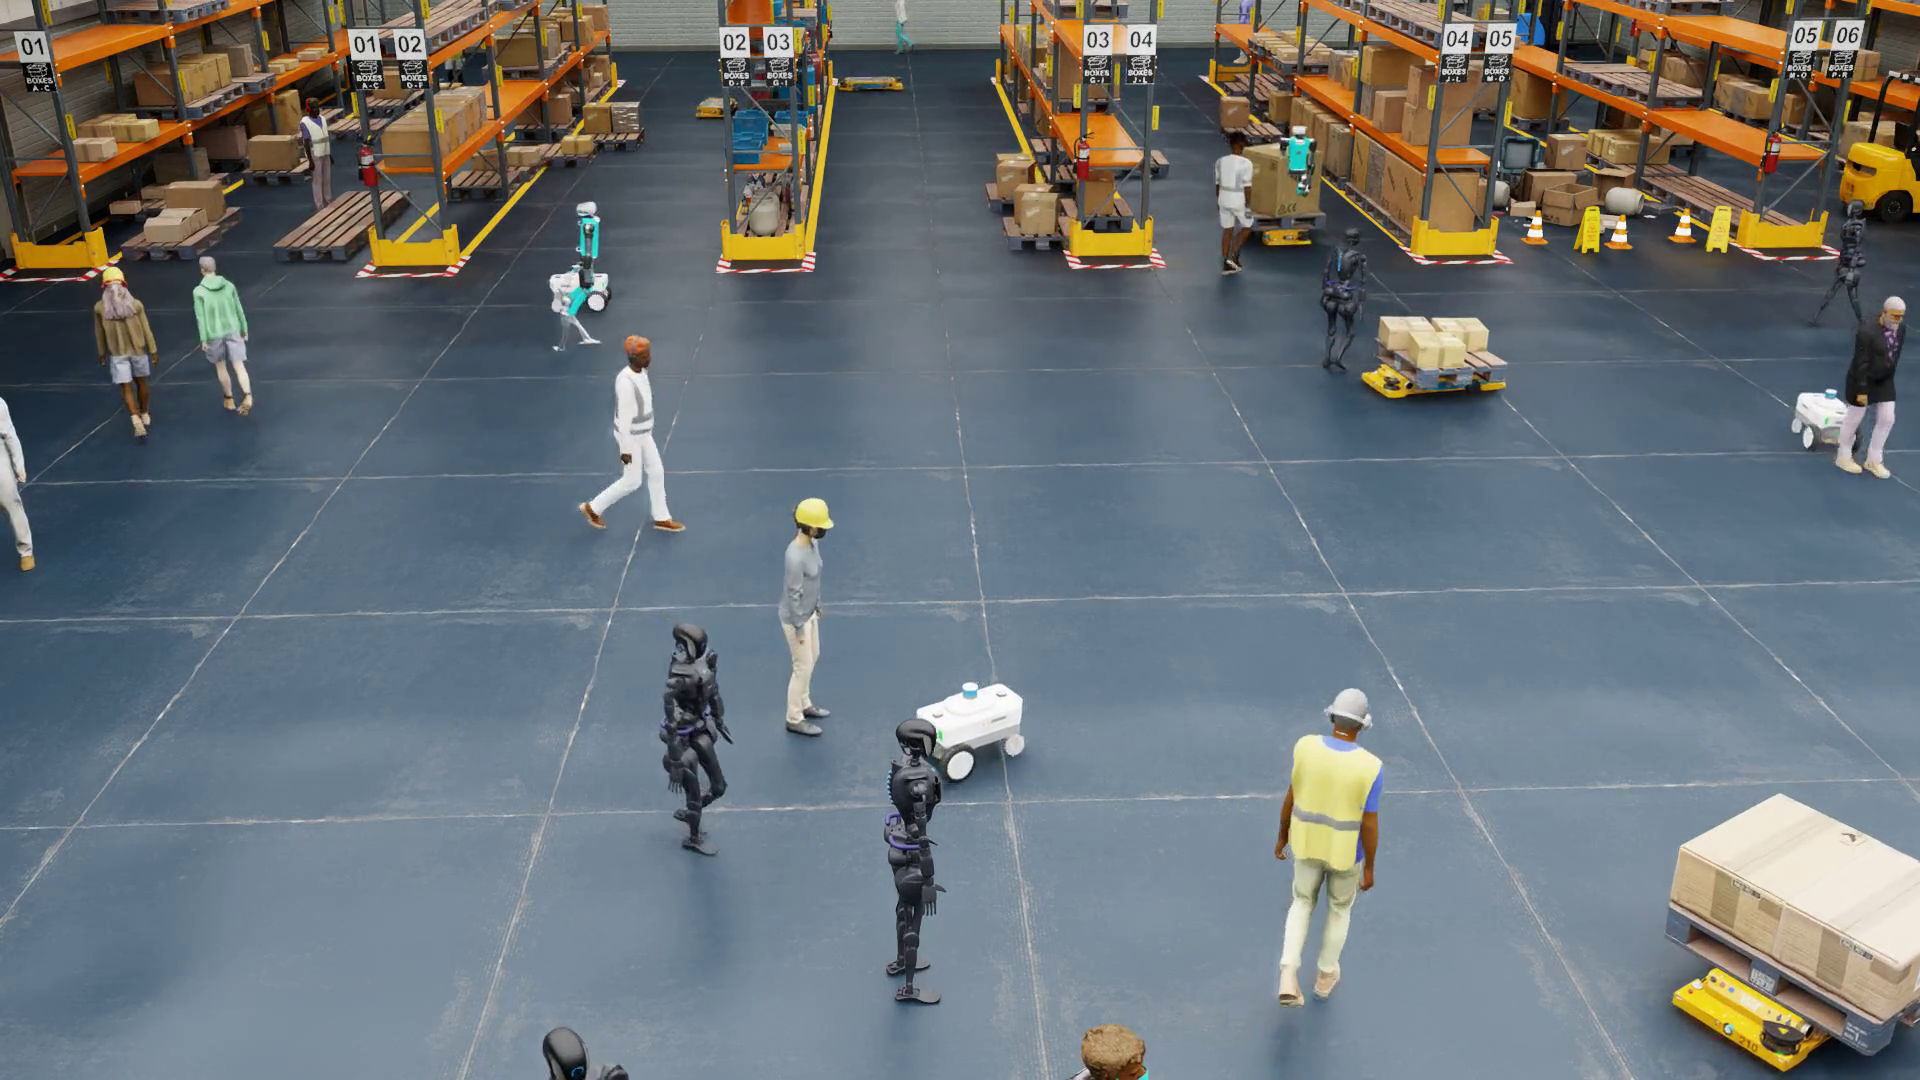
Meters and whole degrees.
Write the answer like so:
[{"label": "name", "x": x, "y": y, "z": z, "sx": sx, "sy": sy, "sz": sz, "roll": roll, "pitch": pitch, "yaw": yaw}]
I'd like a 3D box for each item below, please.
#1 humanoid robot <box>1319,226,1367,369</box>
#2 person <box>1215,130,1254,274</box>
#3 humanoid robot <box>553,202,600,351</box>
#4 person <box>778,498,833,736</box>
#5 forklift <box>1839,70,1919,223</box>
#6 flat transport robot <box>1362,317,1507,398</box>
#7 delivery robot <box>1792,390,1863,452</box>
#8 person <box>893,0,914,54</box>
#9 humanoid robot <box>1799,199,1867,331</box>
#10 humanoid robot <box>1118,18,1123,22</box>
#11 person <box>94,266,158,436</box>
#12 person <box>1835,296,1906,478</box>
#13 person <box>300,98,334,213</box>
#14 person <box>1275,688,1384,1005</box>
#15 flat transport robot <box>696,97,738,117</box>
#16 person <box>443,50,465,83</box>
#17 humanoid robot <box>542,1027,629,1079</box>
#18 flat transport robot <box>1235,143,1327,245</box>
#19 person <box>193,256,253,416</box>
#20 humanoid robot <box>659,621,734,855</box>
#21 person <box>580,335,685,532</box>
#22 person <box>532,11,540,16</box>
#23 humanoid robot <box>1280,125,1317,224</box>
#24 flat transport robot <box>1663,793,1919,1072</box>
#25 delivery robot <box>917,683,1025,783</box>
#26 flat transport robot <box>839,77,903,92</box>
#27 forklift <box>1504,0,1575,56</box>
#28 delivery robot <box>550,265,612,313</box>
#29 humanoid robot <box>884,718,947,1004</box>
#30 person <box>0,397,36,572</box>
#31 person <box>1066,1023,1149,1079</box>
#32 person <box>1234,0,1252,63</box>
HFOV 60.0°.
[{"label": "humanoid robot", "x": 4.300, "y": -2.742, "z": 18.904, "sx": 0.394, "sy": 1.650, "sz": 0.610, "roll": -21, "pitch": 31, "yaw": -38}, {"label": "person", "x": 3.776, "y": -4.615, "z": 22.779, "sx": 0.456, "sy": 1.942, "sz": 0.651, "roll": -22, "pitch": 32, "yaw": -40}, {"label": "humanoid robot", "x": -4.595, "y": -3.033, "z": 19.599, "sx": 0.832, "sy": 1.877, "sz": 0.558, "roll": -3, "pitch": 24, "yaw": -7}, {"label": "person", "x": -1.047, "y": 0.520, "z": 11.484, "sx": 0.392, "sy": 1.745, "sz": 0.536, "roll": 3, "pitch": 24, "yaw": 7}, {"label": "forklift", "x": 15.132, "y": -6.143, "z": 25.915, "sx": 2.313, "sy": 2.155, "sz": 1.214, "roll": -1, "pitch": 24, "yaw": -2}, {"label": "flat transport robot", "x": 5.291, "y": -1.814, "z": 18.548, "sx": 1.431, "sy": 0.231, "sz": 0.659, "roll": -5, "pitch": 25, "yaw": -12}, {"label": "delivery robot", "x": 8.782, "y": -1.215, "z": 16.859, "sx": 0.499, "sy": 0.601, "sz": 0.783, "roll": 1, "pitch": 24, "yaw": 2}, {"label": "person", "x": -1.515, "y": -13.337, "z": 42.620, "sx": 0.487, "sy": 1.744, "sz": 0.563, "roll": -4, "pitch": 24, "yaw": -8}, {"label": "humanoid robot", "x": 10.872, "y": -3.350, "z": 20.343, "sx": 0.799, "sy": 1.618, "sz": 0.615, "roll": 5, "pitch": 25, "yaw": 11}, {"label": "humanoid robot", "x": 3.477, "y": -12.153, "z": 40.016, "sx": 0.547, "sy": 1.794, "sz": 0.916, "roll": -16, "pitch": 29, "yaw": -32}, {"label": "person", "x": -8.510, "y": -1.924, "z": 16.997, "sx": 0.543, "sy": 1.734, "sz": 0.803, "roll": -13, "pitch": 27, "yaw": -27}, {"label": "person", "x": 8.724, "y": -1.455, "z": 15.845, "sx": 0.575, "sy": 1.812, "sz": 0.650, "roll": -5, "pitch": 24, "yaw": -11}, {"label": "person", "x": -9.996, "y": -5.959, "z": 25.926, "sx": 0.378, "sy": 1.841, "sz": 0.568, "roll": 6, "pitch": 25, "yaw": 12}, {"label": "person", "x": 1.900, "y": 1.670, "z": 8.753, "sx": 0.561, "sy": 1.867, "sz": 0.627, "roll": 12, "pitch": 27, "yaw": 26}, {"label": "flat transport robot", "x": -5.084, "y": -9.032, "z": 34.767, "sx": 0.659, "sy": 0.231, "sz": 1.431, "roll": 1, "pitch": 24, "yaw": 1}, {"label": "person", "x": -11.106, "y": -10.568, "z": 36.493, "sx": 0.543, "sy": 1.671, "sz": 0.505, "roll": -5, "pitch": 24, "yaw": -11}, {"label": "humanoid robot", "x": -1.492, "y": 2.662, "z": 6.782, "sx": 0.589, "sy": 1.637, "sz": 0.686, "roll": -22, "pitch": 32, "yaw": -40}, {"label": "flat transport robot", "x": 4.730, "y": -4.673, "z": 24.972, "sx": 0.659, "sy": 0.231, "sz": 1.431, "roll": -3, "pitch": 24, "yaw": -7}, {"label": "person", "x": -7.716, "y": -2.128, "z": 17.492, "sx": 0.507, "sy": 1.709, "sz": 0.773, "roll": -17, "pitch": 29, "yaw": -34}, {"label": "humanoid robot", "x": -1.655, "y": 1.189, "z": 10.075, "sx": 0.433, "sy": 1.634, "sz": 0.593, "roll": 10, "pitch": 26, "yaw": 22}, {"label": "person", "x": -2.917, "y": -0.917, "z": 14.595, "sx": 0.810, "sy": 1.852, "sz": 0.616, "roll": 3, "pitch": 24, "yaw": 6}, {"label": "person", "x": -10.479, "y": -12.617, "z": 40.867, "sx": 0.395, "sy": 1.859, "sz": 0.509, "roll": -7, "pitch": 25, "yaw": -16}, {"label": "humanoid robot", "x": 4.889, "y": -5.212, "z": 24.487, "sx": 0.534, "sy": 1.853, "sz": 0.771, "roll": 1, "pitch": 24, "yaw": 2}, {"label": "flat transport robot", "x": 4.628, "y": 2.387, "z": 9.108, "sx": 1.431, "sy": 0.231, "sz": 0.659, "roll": -15, "pitch": 28, "yaw": -31}, {"label": "delivery robot", "x": 0.057, "y": 1.257, "z": 11.292, "sx": 0.791, "sy": 0.592, "sz": 0.499, "roll": -15, "pitch": 28, "yaw": -30}, {"label": "flat transport robot", "x": -2.017, "y": -10.325, "z": 37.672, "sx": 1.431, "sy": 0.231, "sz": 0.659, "roll": -1, "pitch": 24, "yaw": -2}, {"label": "forklift", "x": 14.700, "y": -13.805, "z": 42.301, "sx": 1.873, "sy": 2.768, "sz": 1.129, "roll": -1, "pitch": 24, "yaw": -2}, {"label": "delivery robot", "x": -4.879, "y": -3.232, "z": 21.376, "sx": 0.790, "sy": 0.589, "sz": 0.499, "roll": -2, "pitch": 24, "yaw": -4}, {"label": "humanoid robot", "x": -0.244, "y": 1.687, "z": 8.932, "sx": 0.315, "sy": 1.657, "sz": 0.599, "roll": -3, "pitch": 24, "yaw": -8}, {"label": "person", "x": -8.128, "y": -0.618, "z": 13.877, "sx": 0.572, "sy": 1.889, "sz": 0.385, "roll": -7, "pitch": 25, "yaw": -15}, {"label": "person", "x": 0.527, "y": 2.660, "z": 6.472, "sx": 0.349, "sy": 1.914, "sz": 0.497, "roll": 2, "pitch": 24, "yaw": 4}, {"label": "person", "x": 7.061, "y": -12.758, "z": 41.259, "sx": 0.386, "sy": 1.798, "sz": 0.602, "roll": 11, "pitch": 26, "yaw": 22}]
